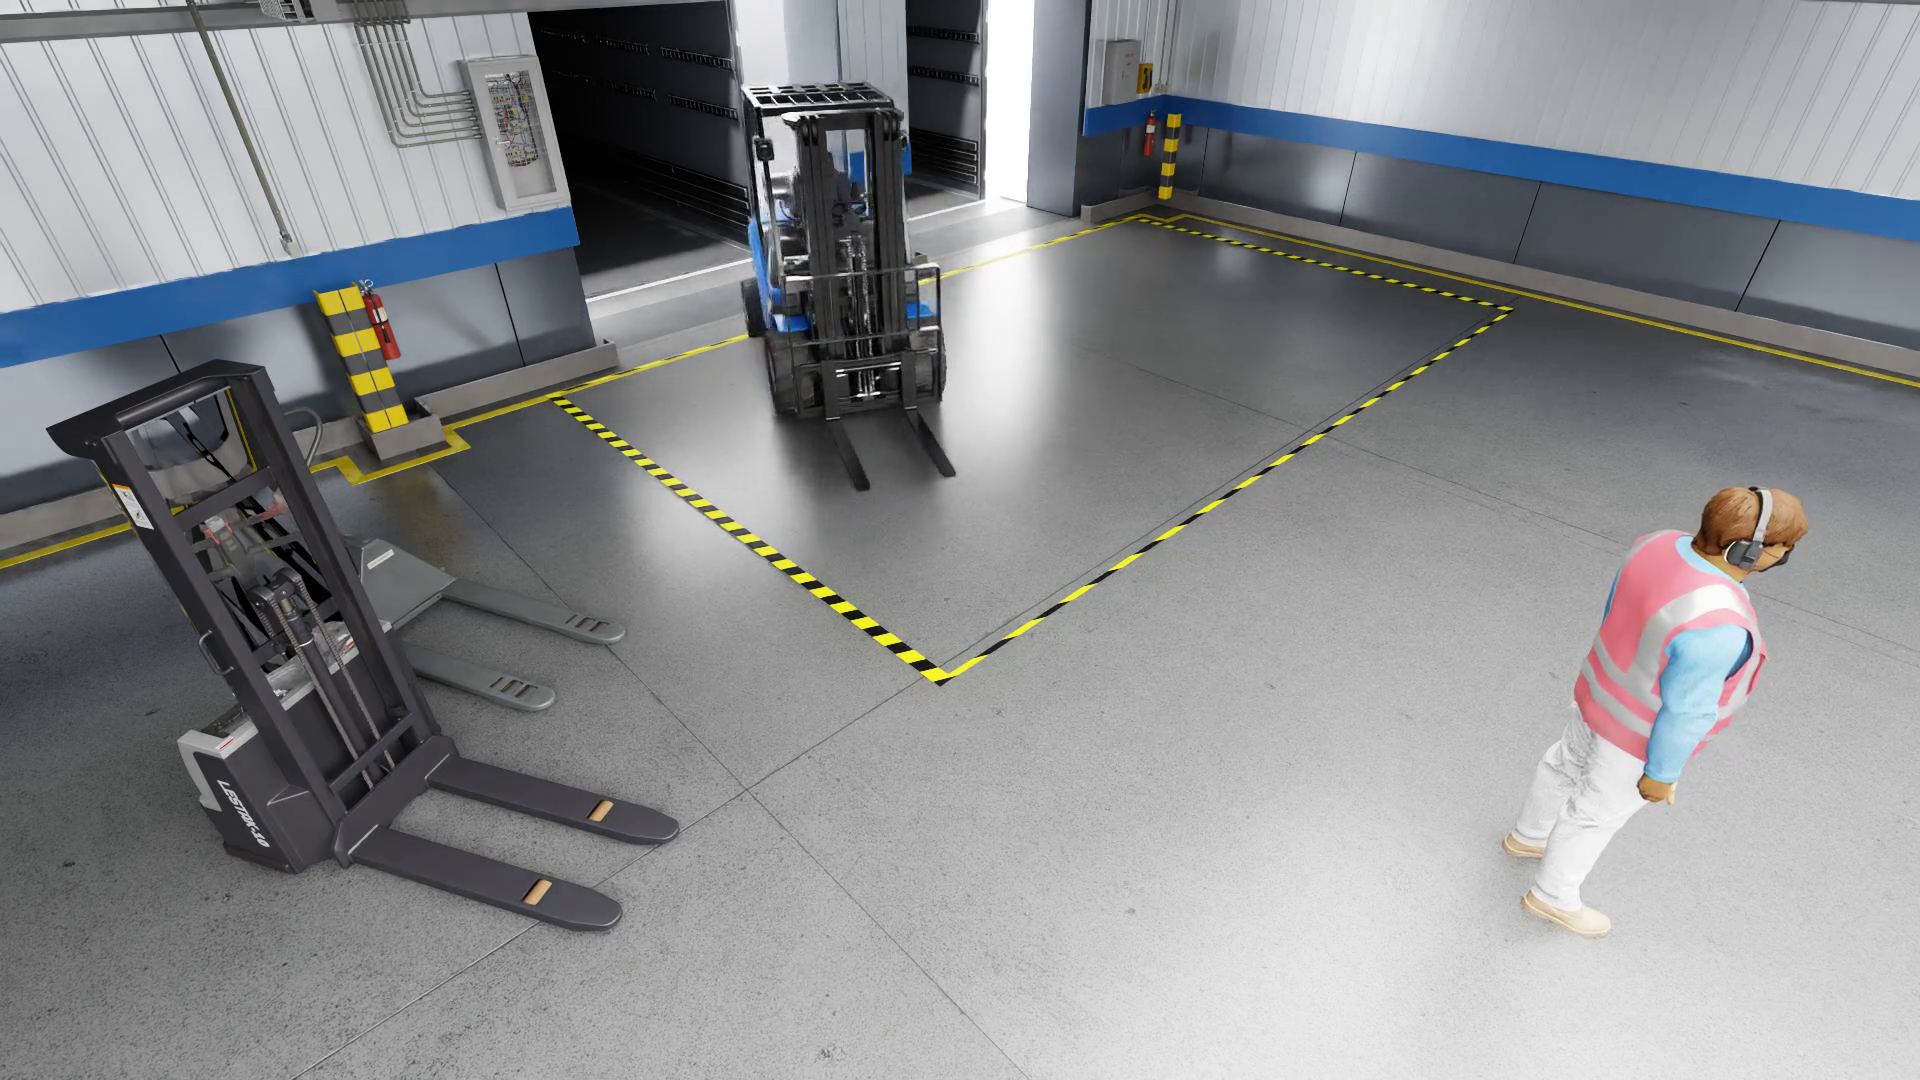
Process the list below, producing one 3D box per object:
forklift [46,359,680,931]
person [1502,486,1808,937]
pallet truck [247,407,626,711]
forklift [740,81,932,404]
[{"bbox_3d":[-2.135,0.422,3.354,1.885,1.965,0.823,10,35,14],"label":"forklift"},{"bbox_3d":[2.374,0.622,3.199,0.430,1.843,0.618,9,35,13],"label":"person"},{"bbox_3d":[-2.628,0.038,4.590,1.601,1.201,0.680,12,36,18],"label":"pallet truck"},{"bbox_3d":[-1.057,-2.496,7.325,1.157,2.036,2.680,-10,35,-14],"label":"forklift"}]
